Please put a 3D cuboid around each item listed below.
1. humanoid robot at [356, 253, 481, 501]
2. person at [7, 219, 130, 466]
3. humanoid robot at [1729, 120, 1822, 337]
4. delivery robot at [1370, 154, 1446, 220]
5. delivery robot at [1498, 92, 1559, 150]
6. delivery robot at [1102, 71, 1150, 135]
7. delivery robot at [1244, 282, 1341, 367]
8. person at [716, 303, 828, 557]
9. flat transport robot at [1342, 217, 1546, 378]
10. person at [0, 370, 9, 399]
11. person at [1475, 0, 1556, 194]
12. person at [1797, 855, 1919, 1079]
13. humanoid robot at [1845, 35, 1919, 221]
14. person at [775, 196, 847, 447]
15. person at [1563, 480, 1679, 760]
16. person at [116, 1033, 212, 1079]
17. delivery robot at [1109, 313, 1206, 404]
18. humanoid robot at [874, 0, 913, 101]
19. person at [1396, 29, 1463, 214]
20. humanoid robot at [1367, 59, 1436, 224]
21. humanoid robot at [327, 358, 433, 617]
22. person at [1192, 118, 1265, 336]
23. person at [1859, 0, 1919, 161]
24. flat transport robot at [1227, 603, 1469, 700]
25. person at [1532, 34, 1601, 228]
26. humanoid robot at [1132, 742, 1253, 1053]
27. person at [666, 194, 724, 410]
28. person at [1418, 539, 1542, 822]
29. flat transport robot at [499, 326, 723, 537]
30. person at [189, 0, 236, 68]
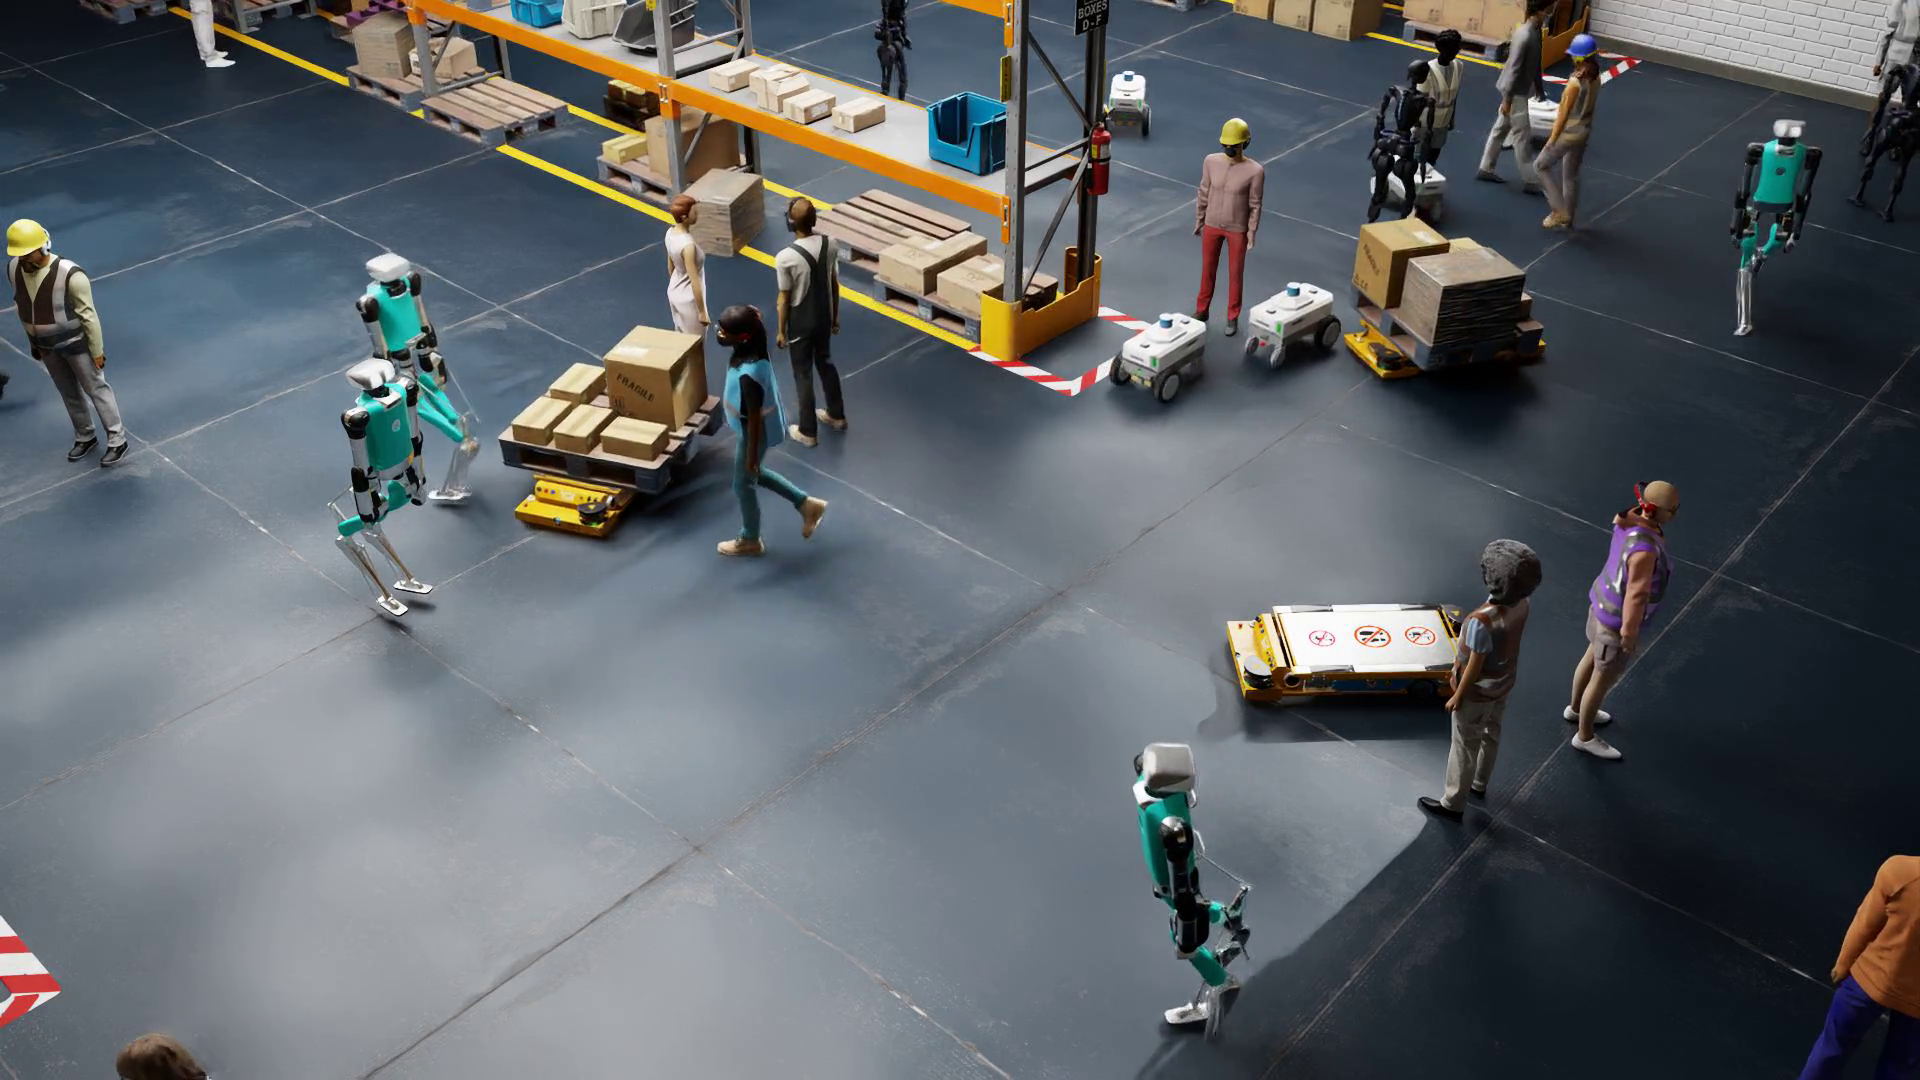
[{"bbox_3d":[-3.433,-1.009,10.942,0.733,1.756,0.541,14,37,19],"label":"humanoid robot"},{"bbox_3d":[-6.147,-1.357,11.411,0.589,1.825,0.403,8,35,12],"label":"person"},{"bbox_3d":[6.405,-2.562,13.284,0.543,1.809,0.937,12,36,16],"label":"humanoid robot"},{"bbox_3d":[4.167,-3.304,15.362,0.499,0.614,0.808,-8,35,-11],"label":"delivery robot"},{"bbox_3d":[5.740,-4.188,16.620,0.789,0.587,0.499,14,37,20],"label":"delivery robot"},{"bbox_3d":[1.724,-4.481,17.068,0.525,0.614,0.785,4,35,6],"label":"delivery robot"},{"bbox_3d":[2.603,-1.740,13.074,0.784,0.589,0.499,-27,43,-33],"label":"delivery robot"},{"bbox_3d":[-1.230,-0.677,10.401,0.652,1.849,0.549,-3,35,-4],"label":"person"},{"bbox_3d":[3.819,-1.588,13.111,1.431,0.231,0.659,-10,36,-14],"label":"flat transport robot"},{"bbox_3d":[-7.522,-1.748,11.903,0.786,1.906,0.545,-17,38,-23],"label":"person"},{"bbox_3d":[5.311,-4.136,15.394,0.834,1.866,0.546,17,38,22],"label":"person"},{"bbox_3d":[3.825,1.785,6.728,0.518,1.974,0.398,19,39,25],"label":"person"},{"bbox_3d":[8.480,-3.748,15.004,0.603,1.639,0.566,1,35,2],"label":"humanoid robot"},{"bbox_3d":[-1.067,-1.529,11.647,0.363,1.837,0.507,29,44,35],"label":"person"},{"bbox_3d":[3.563,0.404,8.970,0.349,1.692,0.481,6,35,9],"label":"person"},{"bbox_3d":[-2.780,2.418,6.088,0.406,1.639,0.528,-19,39,-25],"label":"person"},{"bbox_3d":[1.544,-1.438,12.620,0.499,0.570,0.750,27,43,33],"label":"delivery robot"},{"bbox_3d":[-0.689,-5.093,16.957,0.402,1.648,0.610,11,36,16],"label":"humanoid robot"},{"bbox_3d":[4.275,-3.792,15.053,0.534,1.693,0.320,-20,39,-26],"label":"person"},{"bbox_3d":[3.800,-3.369,14.450,0.460,1.647,0.608,-29,44,-35],"label":"humanoid robot"},{"bbox_3d":[-3.529,-0.352,9.910,0.735,1.677,0.533,16,38,22],"label":"humanoid robot"},{"bbox_3d":[2.089,-2.455,13.048,0.523,1.769,0.312,17,38,23],"label":"person"},{"bbox_3d":[9.154,-4.635,16.072,0.547,1.925,0.387,13,37,18],"label":"person"},{"bbox_3d":[2.348,0.664,9.848,1.431,0.231,0.659,-1,35,-1],"label":"flat transport robot"},{"bbox_3d":[5.368,-3.575,14.677,0.503,1.761,0.416,-27,43,-33],"label":"person"},{"bbox_3d":[1.092,1.609,7.278,0.765,1.873,0.542,-6,35,-8],"label":"humanoid robot"},{"bbox_3d":[-1.956,-1.712,12.062,0.270,1.659,0.458,-19,39,-25],"label":"person"},{"bbox_3d":[2.673,0.724,8.507,0.437,1.690,0.313,-28,44,-35],"label":"person"},{"bbox_3d":[-2.436,-0.523,11.568,0.659,0.231,1.431,11,36,16],"label":"flat transport robot"},{"bbox_3d":[-8.430,-6.196,18.359,0.400,1.898,0.645,-17,38,-23],"label":"person"}]
